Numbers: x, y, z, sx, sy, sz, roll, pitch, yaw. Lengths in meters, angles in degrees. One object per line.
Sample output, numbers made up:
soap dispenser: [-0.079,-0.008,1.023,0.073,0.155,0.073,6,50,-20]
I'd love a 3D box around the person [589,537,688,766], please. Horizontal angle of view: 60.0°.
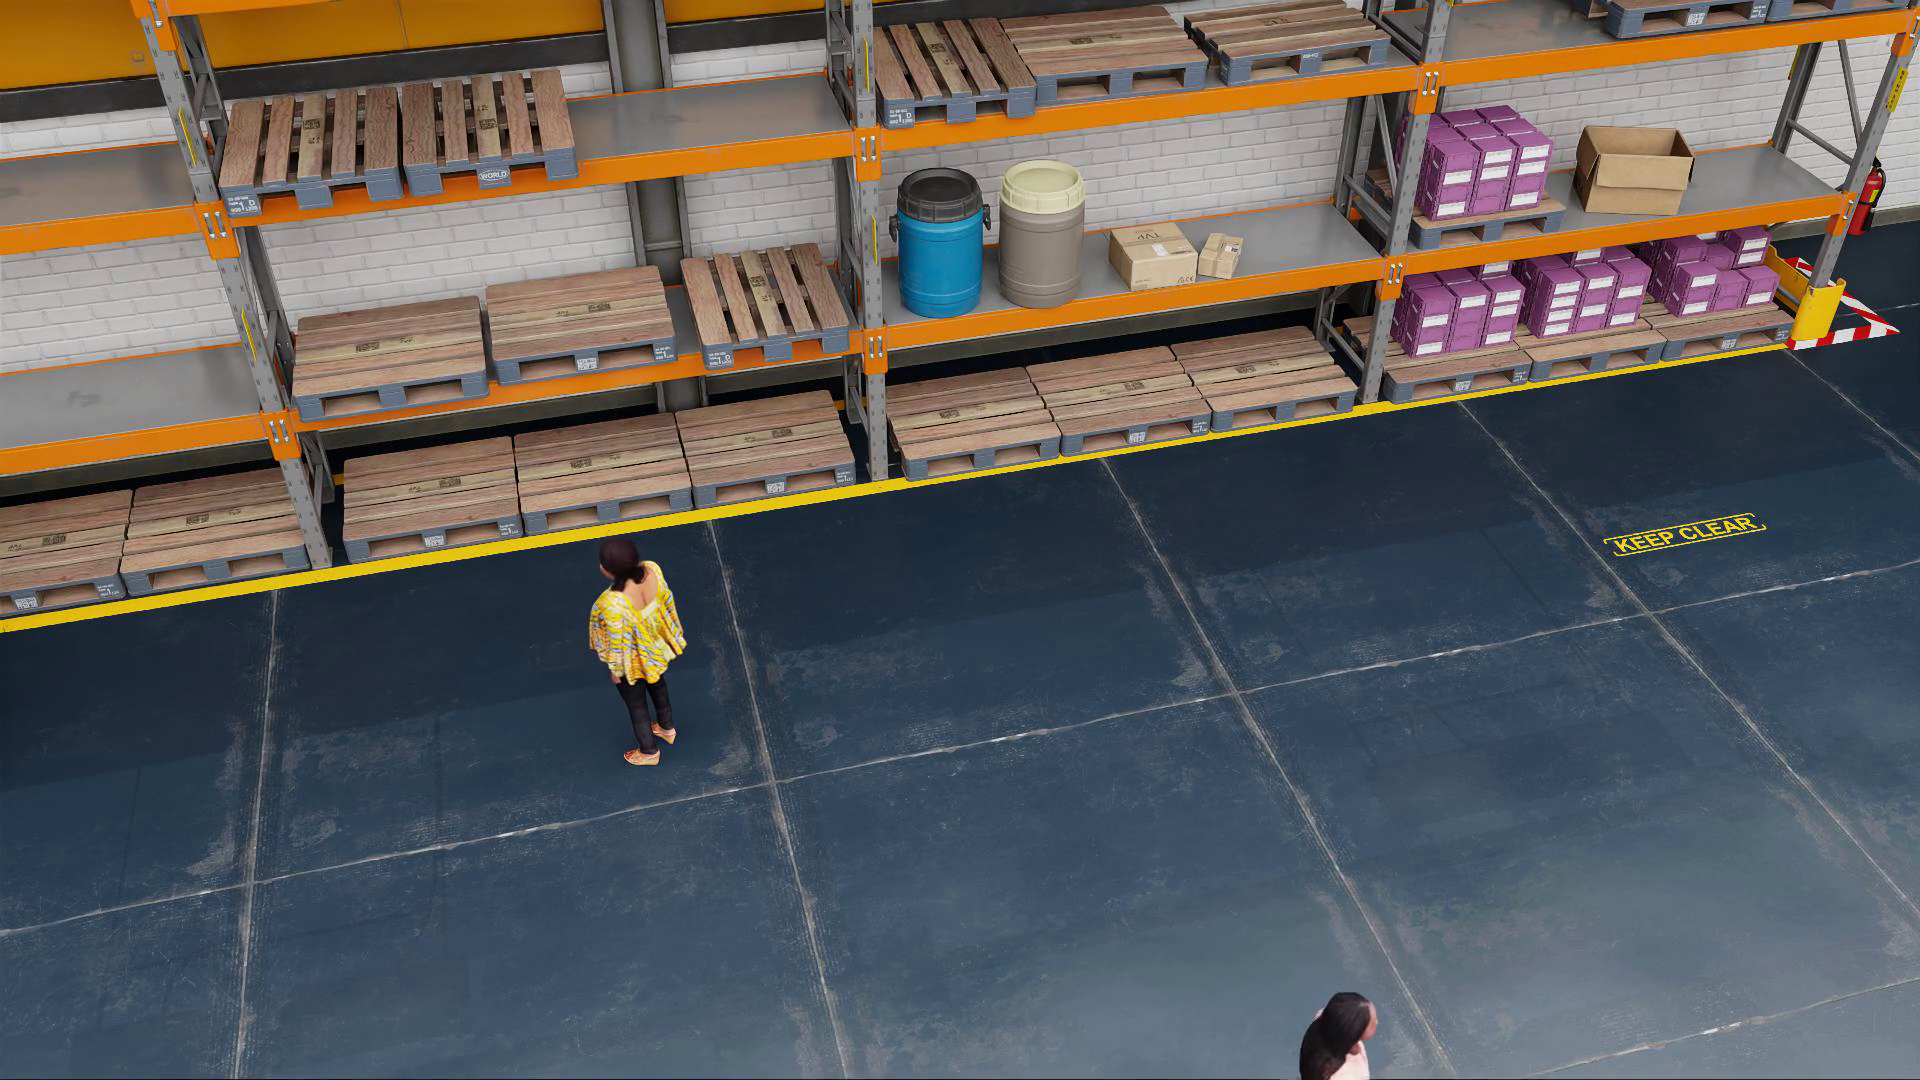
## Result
person: [-1.889,0.649,9.739,0.939,1.654,0.883,15,41,18]

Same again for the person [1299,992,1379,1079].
person: [1.521,2.553,7.331,1.192,1.683,0.779,-3,39,-4]
